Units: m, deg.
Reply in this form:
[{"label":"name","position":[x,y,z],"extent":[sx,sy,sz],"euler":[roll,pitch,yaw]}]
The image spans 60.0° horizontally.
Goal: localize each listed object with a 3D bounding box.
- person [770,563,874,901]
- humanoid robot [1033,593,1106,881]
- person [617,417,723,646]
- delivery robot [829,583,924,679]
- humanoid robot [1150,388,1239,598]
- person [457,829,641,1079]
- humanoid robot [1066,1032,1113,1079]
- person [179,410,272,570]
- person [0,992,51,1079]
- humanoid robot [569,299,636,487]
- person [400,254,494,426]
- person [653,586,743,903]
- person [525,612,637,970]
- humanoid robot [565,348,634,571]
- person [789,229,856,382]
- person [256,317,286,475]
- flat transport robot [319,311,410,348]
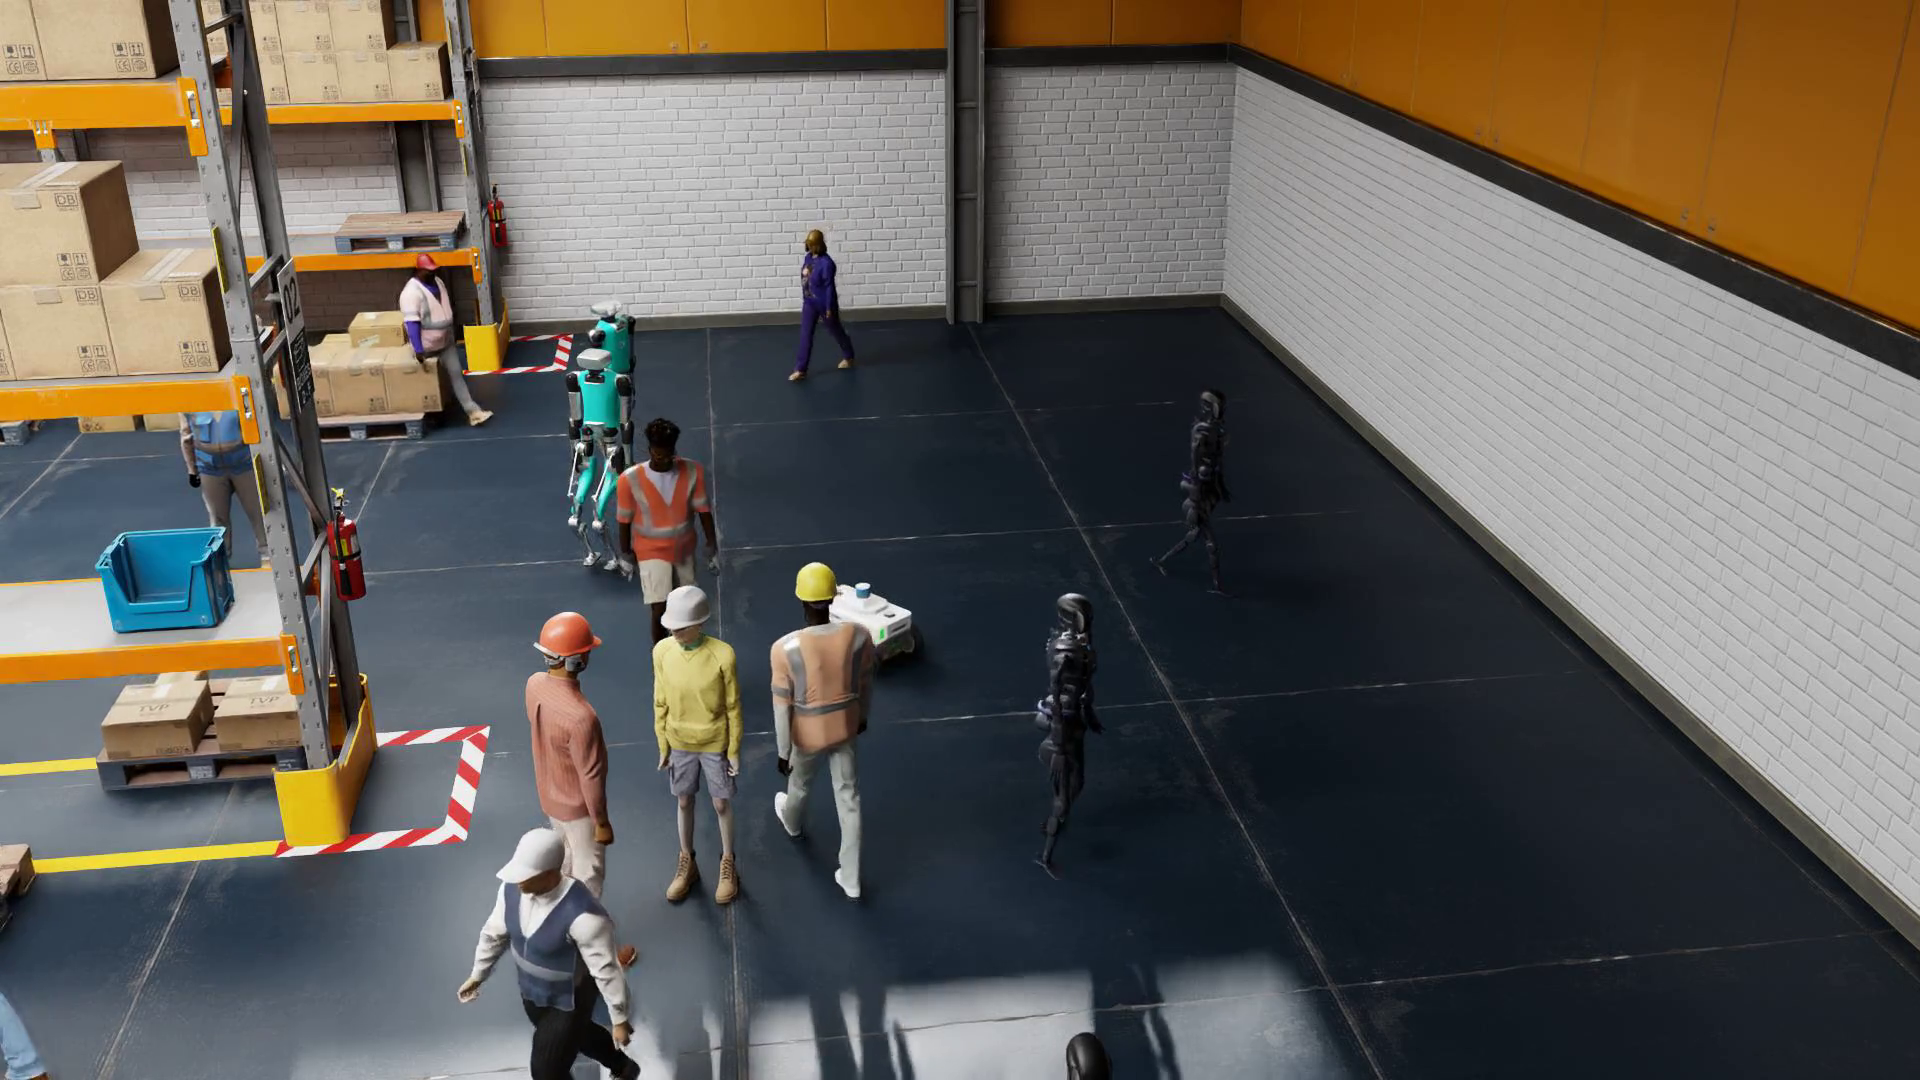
[{"label":"person","position":[-0.773,0.984,9.151],"extent":[0.610,1.875,0.997],"euler":[-10,26,-21]},{"label":"humanoid robot","position":[0.612,1.045,9.307],"extent":[0.323,1.644,0.589],"euler":[9,25,20]},{"label":"person","position":[-1.919,0.102,11.093],"extent":[0.637,1.933,0.653],"euler":[-11,26,-24]},{"label":"delivery robot","position":[-0.672,0.581,11.684],"extent":[0.750,0.568,0.499],"euler":[20,31,38]},{"label":"humanoid robot","position":[1.797,-0.378,12.585],"extent":[0.772,1.649,0.610],"euler":[14,27,28]},{"label":"person","position":[-1.734,1.939,7.184],"extent":[0.757,1.716,0.924],"euler":[17,29,33]},{"label":"humanoid robot","position":[0.413,2.441,6.084],"extent":[0.608,1.642,0.377],"euler":[-8,25,-18]},{"label":"person","position":[-5.595,-0.568,12.752],"extent":[0.631,1.836,0.429],"euler":[-5,24,-12]},{"label":"person","position":[-4.724,1.729,7.376],"extent":[1.048,1.937,0.643],"euler":[0,24,-1]},{"label":"humanoid robot","position":[-3.186,-1.210,14.433],"extent":[0.833,1.874,0.553],"euler":[13,27,26]},{"label":"person","position":[-4.989,-1.887,15.908],"extent":[0.900,1.704,0.661],"euler":[11,26,24]},{"label":"person","position":[-1.396,1.084,8.914],"extent":[0.475,1.888,0.397],"euler":[3,24,8]},{"label":"person","position":[-1.915,1.280,8.352],"extent":[0.401,1.986,0.610],"euler":[-17,29,-34]},{"label":"humanoid robot","position":[-2.818,-0.569,12.755],"extent":[0.530,1.703,0.727],"euler":[5,24,12]},{"label":"person","position":[-1.432,-2.492,17.442],"extent":[0.459,1.577,0.884],"euler":[19,30,37]},{"label":"person","position":[-6.198,-1.337,14.480],"extent":[0.603,1.839,0.571],"euler":[8,25,18]},{"label":"flat transport robot","position":[-6.053,-1.521,16.862],"extent":[1.431,0.231,0.659],"euler":[-3,24,-7]}]
